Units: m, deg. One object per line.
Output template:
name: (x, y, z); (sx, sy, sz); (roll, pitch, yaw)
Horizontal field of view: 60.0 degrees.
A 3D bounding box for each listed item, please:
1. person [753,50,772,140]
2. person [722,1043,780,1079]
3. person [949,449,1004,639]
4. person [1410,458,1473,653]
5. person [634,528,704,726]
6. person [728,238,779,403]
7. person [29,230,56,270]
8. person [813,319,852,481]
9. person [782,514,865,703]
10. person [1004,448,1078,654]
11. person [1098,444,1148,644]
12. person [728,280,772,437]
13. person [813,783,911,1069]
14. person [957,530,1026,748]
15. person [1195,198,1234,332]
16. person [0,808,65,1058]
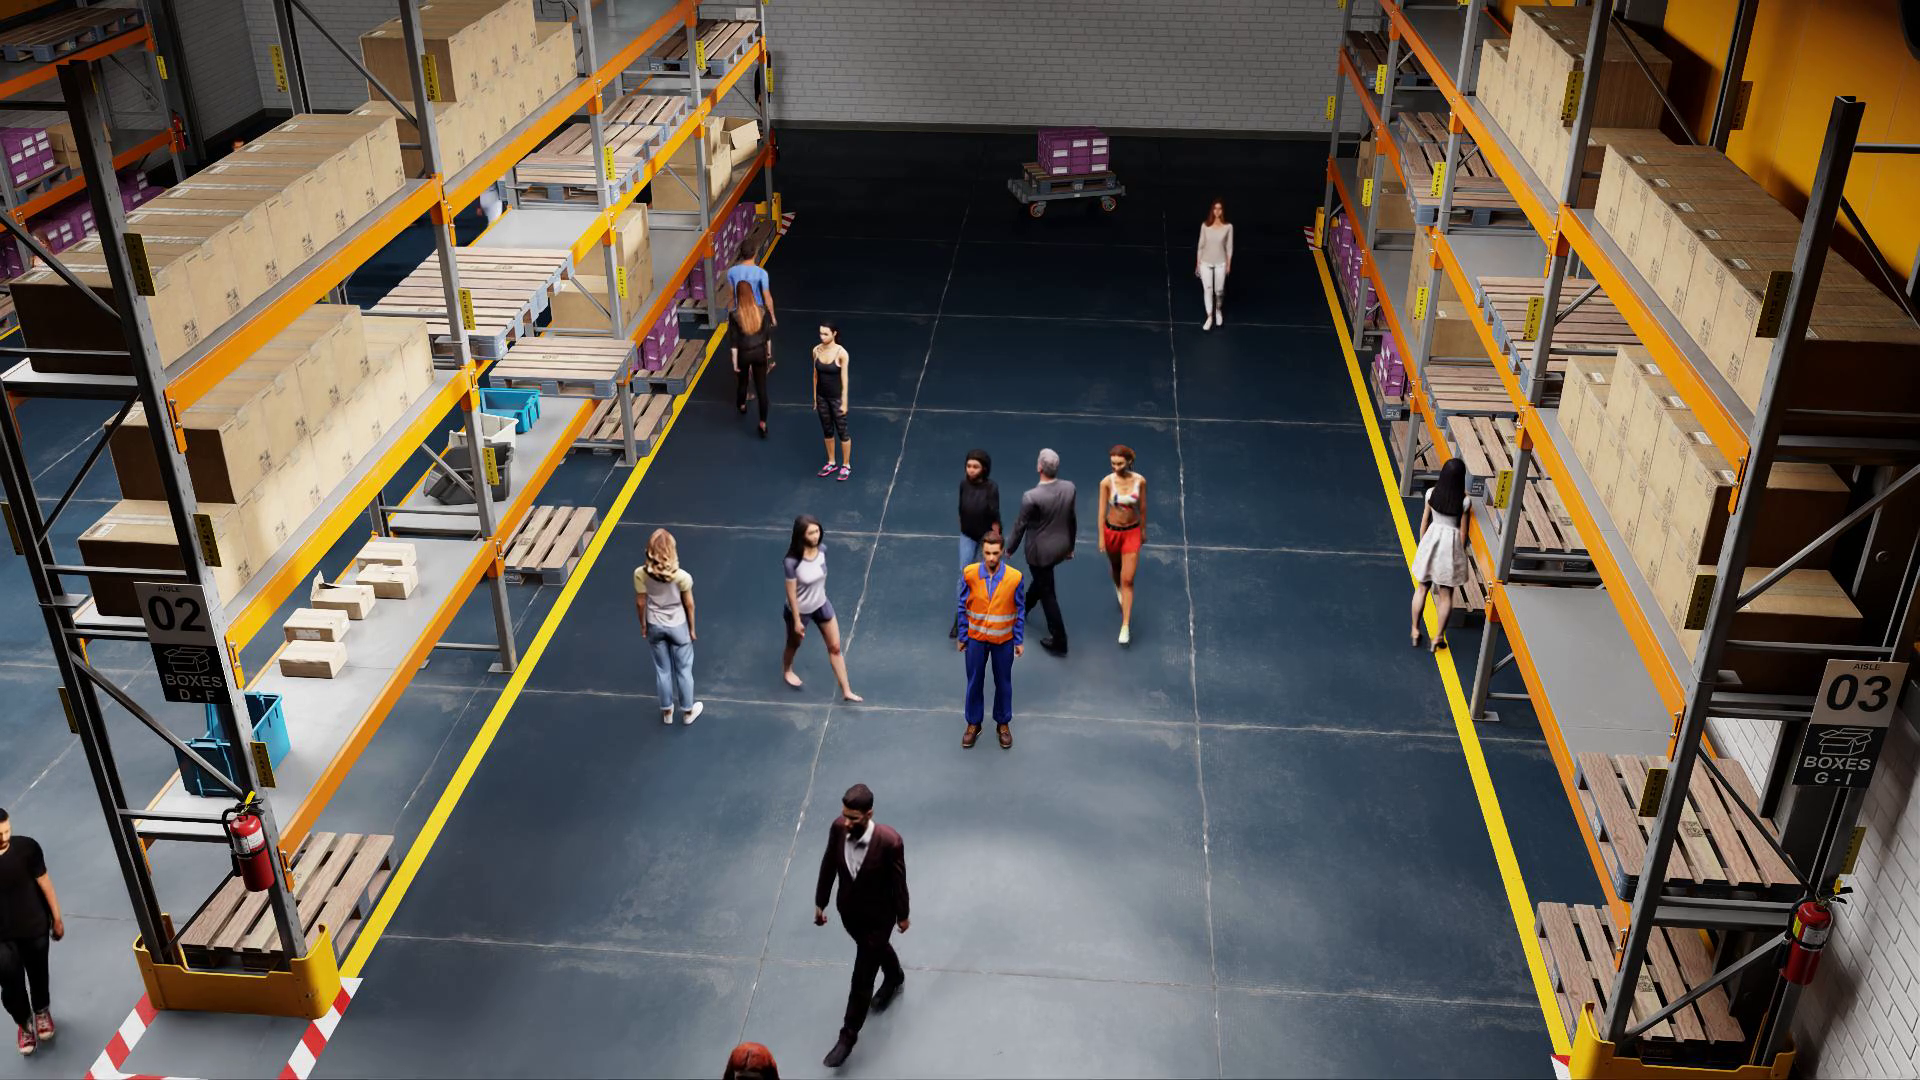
person: (-3.415, -7.763, 28.835); (0.615, 1.556, 0.502); (0, 29, 0)
person: (-1.023, 3.243, 8.429); (0.571, 1.777, 0.496); (2, 29, 3)
person: (0.217, -0.034, 14.568); (0.729, 1.650, 1.179); (8, 30, 15)
person: (4.100, 0.123, 14.157); (0.774, 1.769, 0.795); (18, 33, 29)
person: (-2.303, 0.696, 13.154); (0.616, 1.722, 0.519); (3, 29, 5)
person: (-2.405, -2.443, 18.816); (0.903, 1.812, 1.312); (11, 31, 19)
person: (-10.679, -2.860, 19.713); (0.792, 1.685, 1.145); (11, 31, 20)
person: (-1.305, -1.455, 17.096); (0.627, 1.724, 0.629); (12, 31, 21)
person: (-1.287, 0.535, 13.518); (1.102, 1.657, 1.118); (-25, 37, -38)
person: (0.777, 0.130, 14.116); (1.198, 1.794, 1.276); (-21, 35, -33)
person: (1.401, -0.063, 14.534); (0.674, 1.734, 1.189); (-1, 29, -2)
person: (-2.238, -1.930, 18.032); (0.913, 1.663, 1.232); (-7, 29, -13)
person: (-0.537, 2.238, 10.232); (1.071, 1.813, 1.321); (16, 33, 27)
person: (0.236, 0.757, 12.894); (0.673, 1.864, 0.586); (2, 29, 3)
person: (3.190, -3.482, 20.837); (0.662, 1.699, 0.703); (9, 30, 16)
person: (-5.793, 2.312, 10.177); (0.792, 1.737, 0.834); (-16, 33, -27)
